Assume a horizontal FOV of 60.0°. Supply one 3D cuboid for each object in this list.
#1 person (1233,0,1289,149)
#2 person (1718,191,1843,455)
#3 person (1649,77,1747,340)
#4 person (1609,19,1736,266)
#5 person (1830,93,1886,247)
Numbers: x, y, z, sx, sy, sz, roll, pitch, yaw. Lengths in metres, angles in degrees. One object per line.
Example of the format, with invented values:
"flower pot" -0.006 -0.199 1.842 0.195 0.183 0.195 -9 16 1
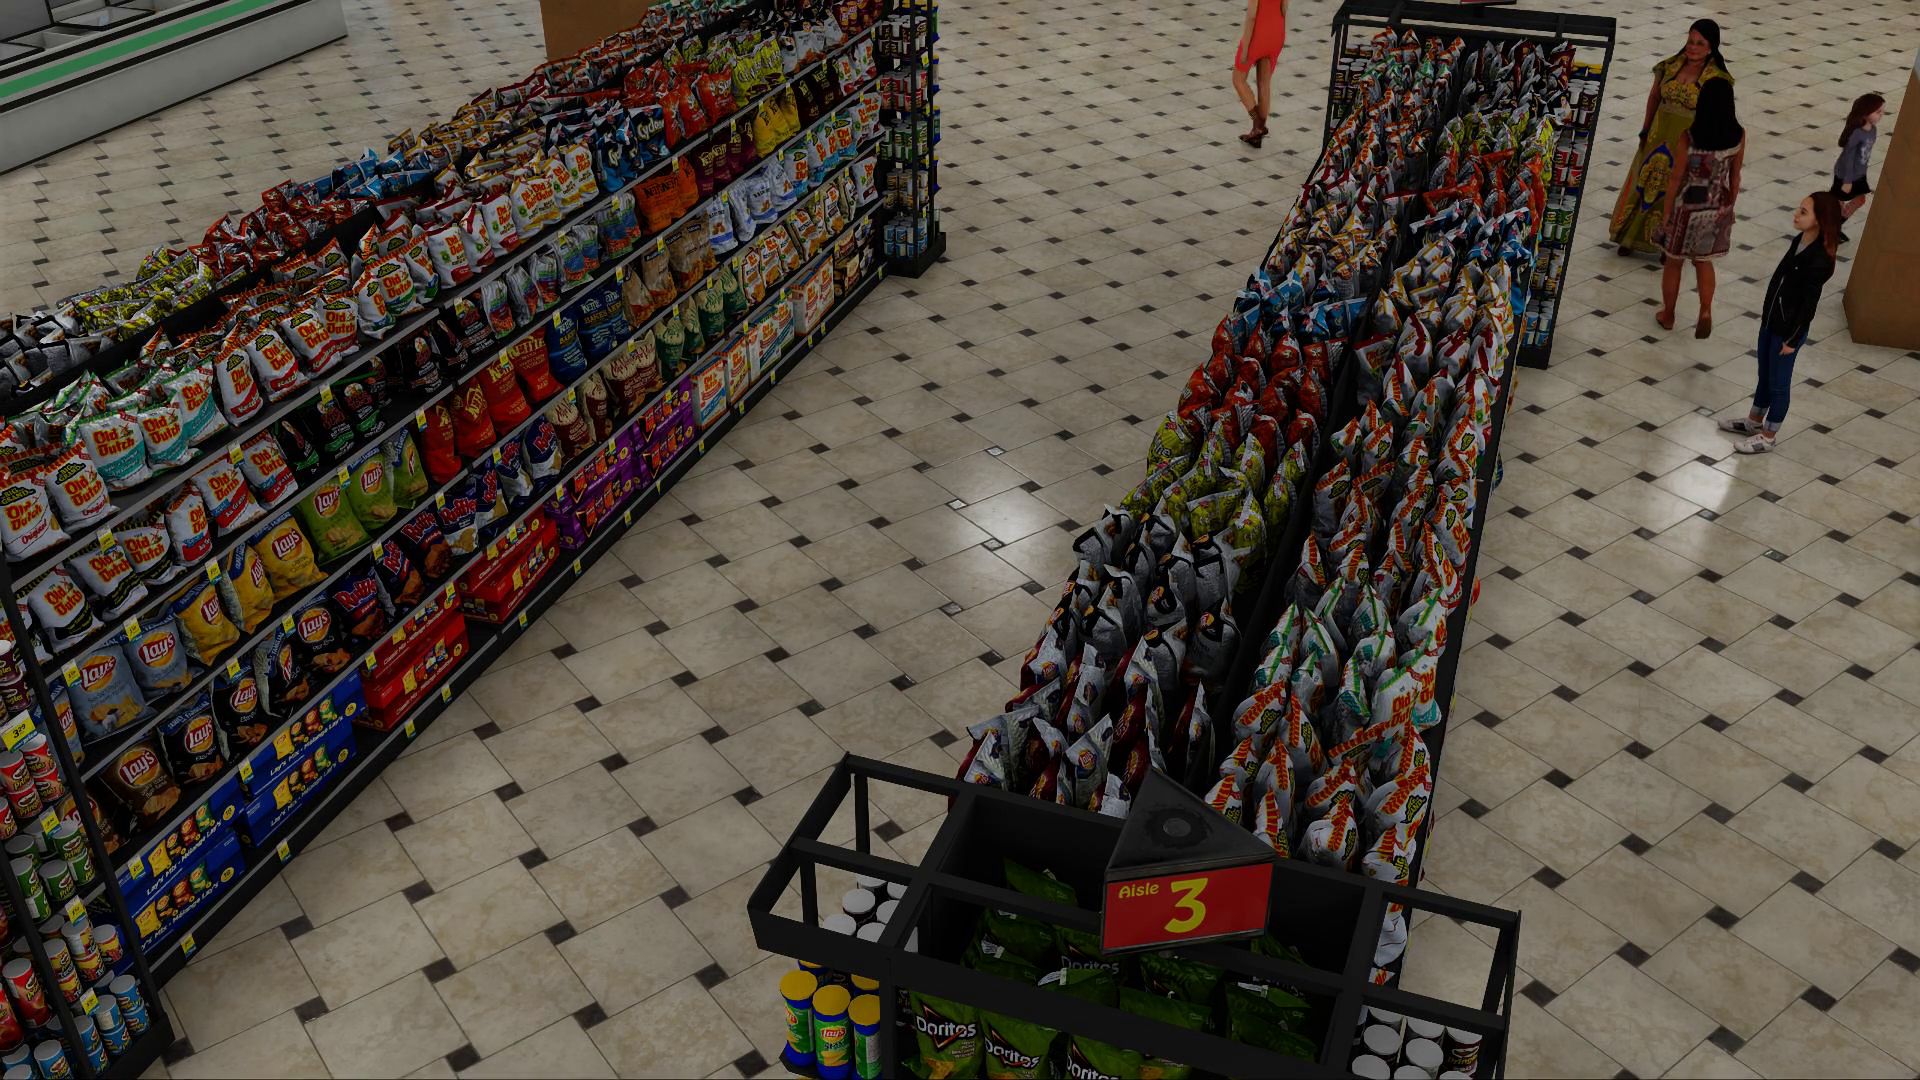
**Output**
"person" 2.463 -3.952 13.261 0.756 1.711 0.819 -16 35 -24
"person" 4.491 -1.183 9.026 0.676 1.483 0.539 2 32 2
"person" 4.528 -1.974 10.164 0.786 1.626 0.973 4 32 6
"person" 4.879 -2.717 11.325 0.929 1.661 0.876 20 37 28
"person" 6.213 -2.610 11.684 0.540 1.100 0.627 -25 40 -34
